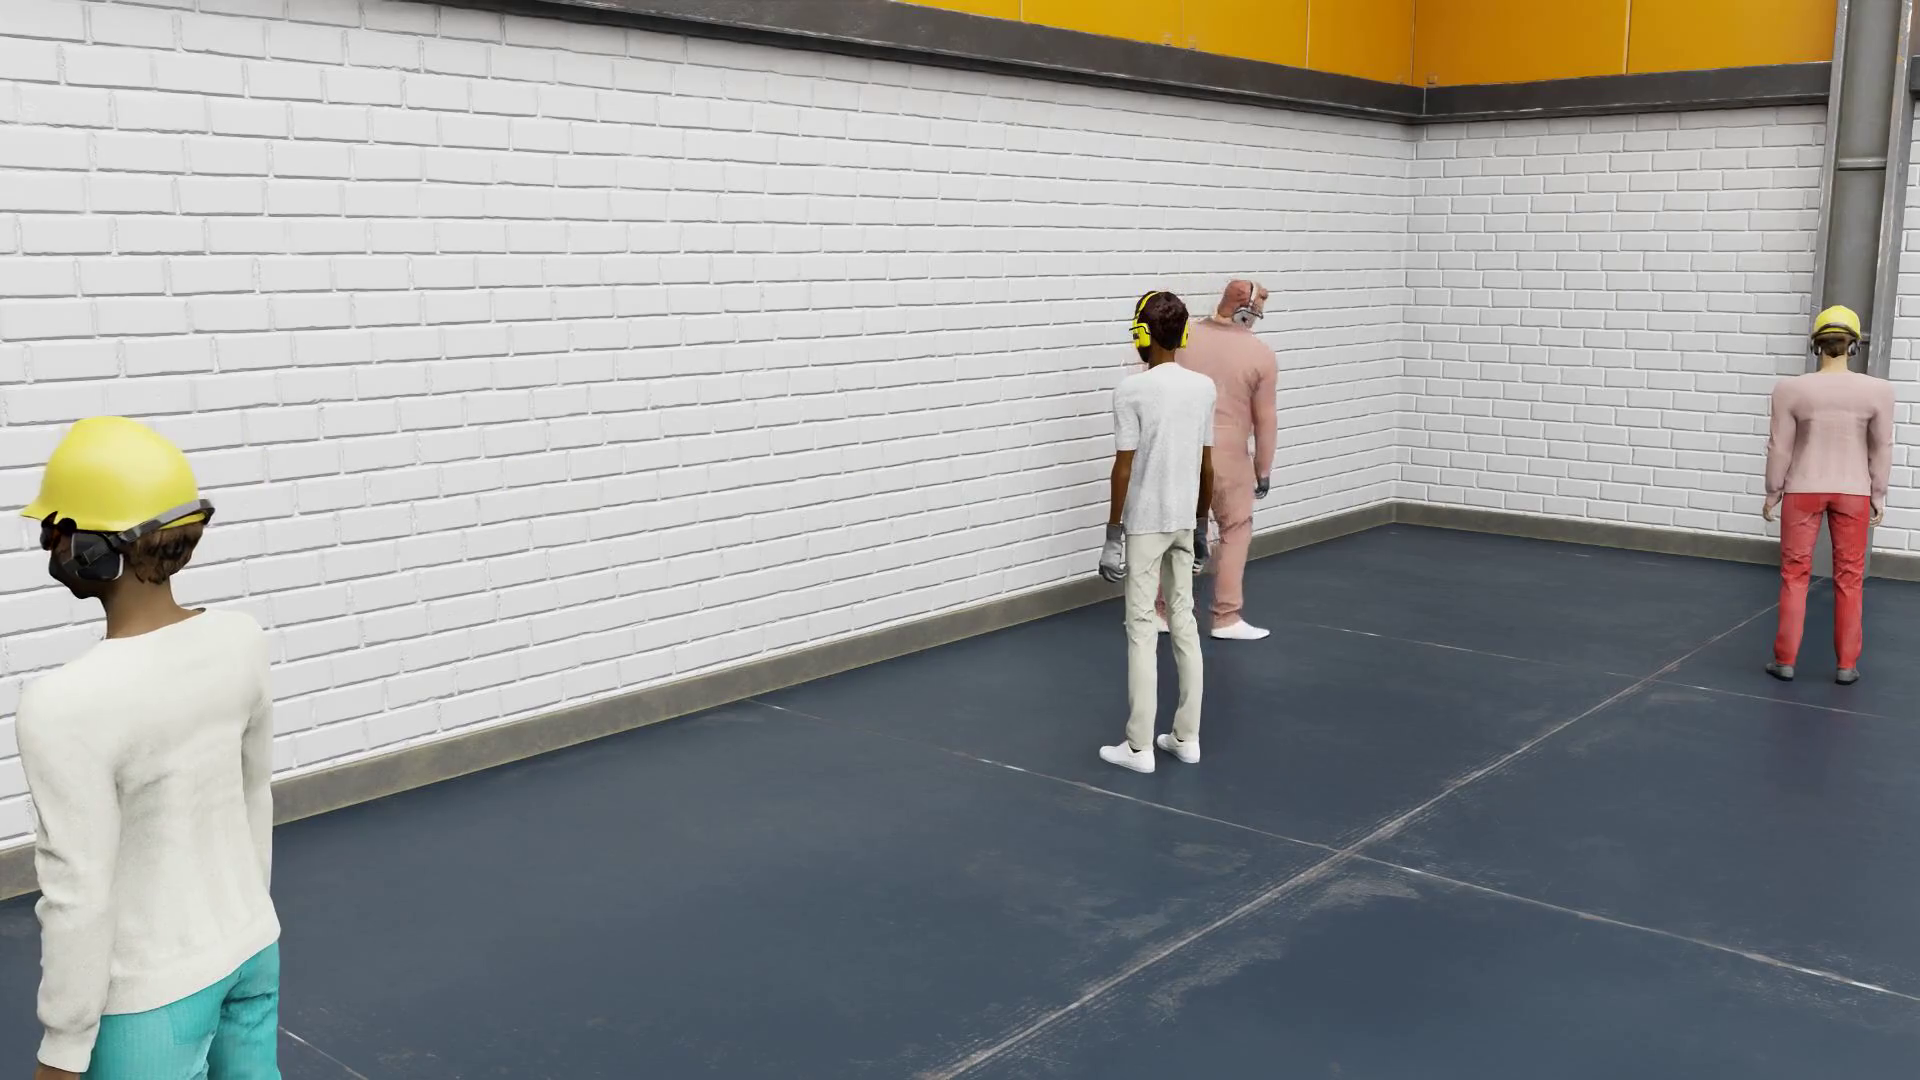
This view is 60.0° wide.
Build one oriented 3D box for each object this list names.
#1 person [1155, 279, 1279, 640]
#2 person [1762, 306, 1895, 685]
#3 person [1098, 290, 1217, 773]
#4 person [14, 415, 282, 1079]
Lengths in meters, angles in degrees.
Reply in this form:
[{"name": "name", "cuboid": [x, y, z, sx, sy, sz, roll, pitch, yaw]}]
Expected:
[{"name": "person", "cuboid": [1.267, -0.415, 8.669, 0.770, 1.865, 0.395, 4, 11, 22]}, {"name": "person", "cuboid": [4.021, -0.202, 7.738, 0.523, 1.760, 0.327, 4, 11, 21]}, {"name": "person", "cuboid": [0.762, -0.028, 6.467, 0.521, 1.861, 0.318, -7, 12, -34]}, {"name": "person", "cuboid": [-1.270, 0.686, 2.651, 0.308, 1.772, 0.525, 2, 10, 10]}]
